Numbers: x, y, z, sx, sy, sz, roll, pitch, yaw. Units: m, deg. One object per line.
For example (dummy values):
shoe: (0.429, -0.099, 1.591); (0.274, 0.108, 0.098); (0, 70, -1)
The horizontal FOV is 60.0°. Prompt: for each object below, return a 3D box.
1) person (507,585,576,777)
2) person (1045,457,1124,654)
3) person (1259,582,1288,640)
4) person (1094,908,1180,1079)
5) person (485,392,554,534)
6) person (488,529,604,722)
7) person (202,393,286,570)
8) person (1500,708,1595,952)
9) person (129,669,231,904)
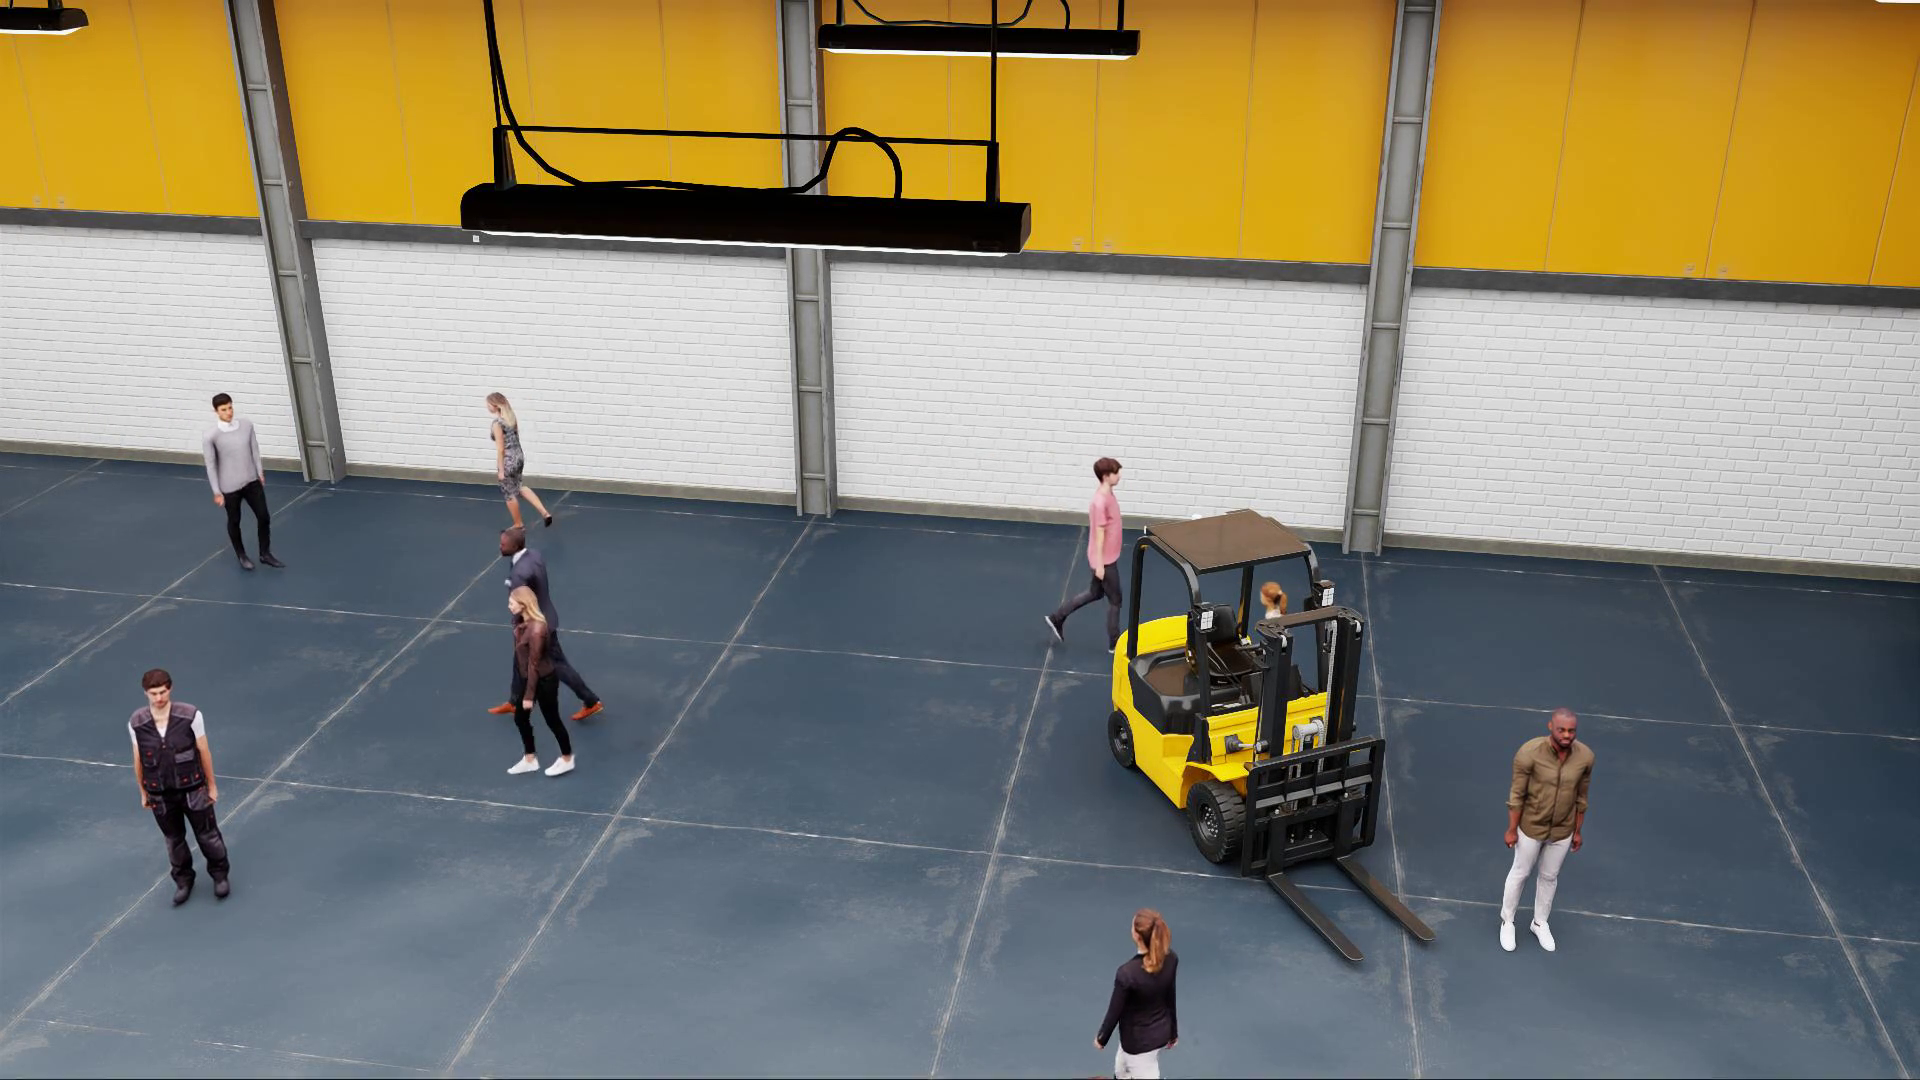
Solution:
person: (-3.285, 1.133, 13.339); (0.907, 1.682, 0.842); (-14, 27, -29)
person: (1.228, 0.154, 15.266); (1.124, 1.932, 0.653); (4, 24, 8)
person: (2.733, 1.003, 14.140); (0.912, 1.278, 0.628); (11, 26, 24)
person: (1.086, 2.887, 9.319); (1.028, 1.688, 1.185); (-20, 30, -37)
person: (-4.713, -0.775, 17.718); (0.839, 1.670, 0.657); (9, 25, 19)
person: (-3.503, 0.751, 14.092); (1.310, 1.777, 0.945); (-2, 24, -5)
person: (-7.446, -0.614, 17.056); (1.015, 1.904, 0.960); (20, 30, 38)
person: (3.970, 1.943, 11.306); (0.586, 1.825, 0.818); (0, 24, -1)
person: (-5.534, 1.729, 11.775); (0.682, 1.843, 0.806); (-6, 24, -13)
